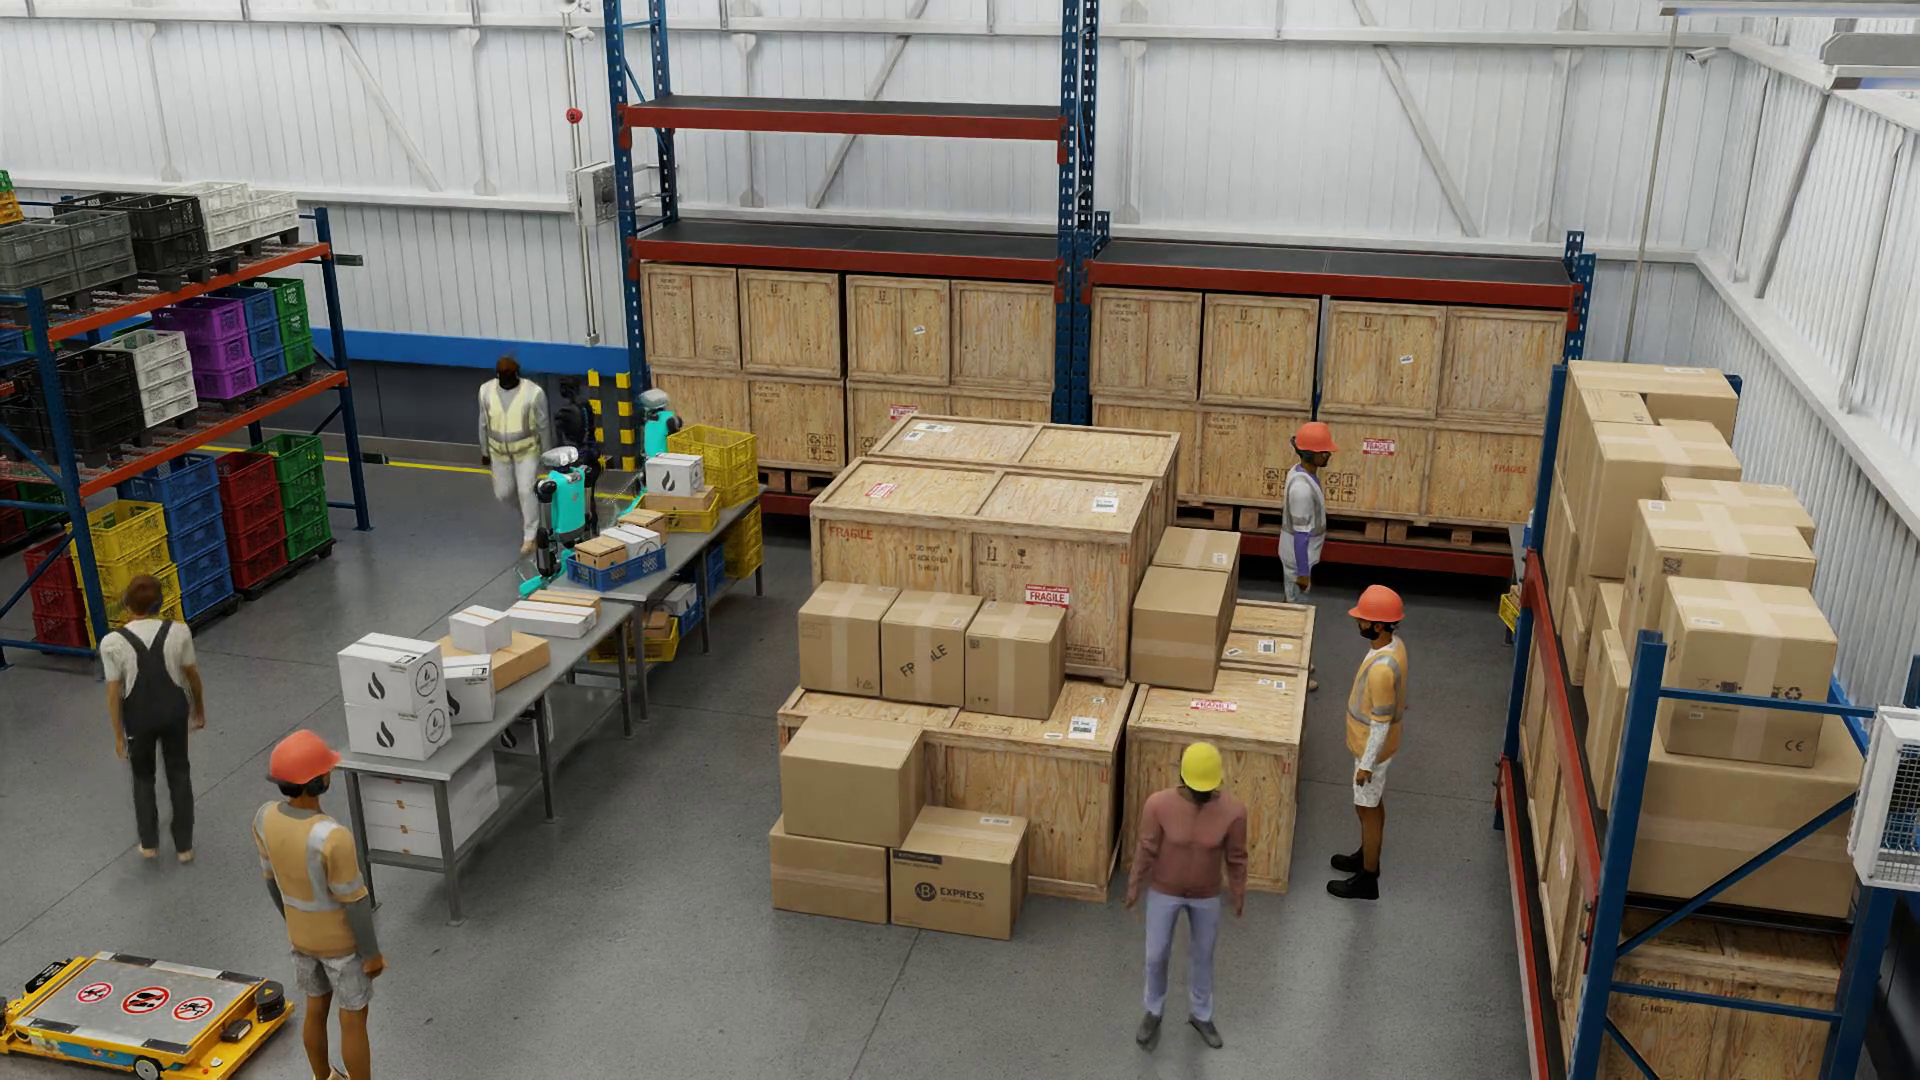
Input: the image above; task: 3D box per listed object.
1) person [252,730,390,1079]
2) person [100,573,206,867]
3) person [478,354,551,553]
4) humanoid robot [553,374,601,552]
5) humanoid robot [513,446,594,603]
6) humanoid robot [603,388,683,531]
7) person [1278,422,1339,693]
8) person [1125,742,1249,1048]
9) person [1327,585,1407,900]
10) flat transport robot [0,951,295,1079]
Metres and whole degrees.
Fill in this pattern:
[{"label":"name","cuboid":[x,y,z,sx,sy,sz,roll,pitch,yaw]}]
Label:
[{"label":"person","cuboid":[-2.950,1.823,7.790,0.607,2.048,0.365,11,23,26]},{"label":"person","cuboid":[-4.814,1.095,10.024,0.525,1.806,0.496,-12,24,-28]},{"label":"person","cuboid":[-3.988,-0.808,14.991,0.660,1.815,0.556,2,21,4]},{"label":"humanoid robot","cuboid":[-3.419,-0.682,14.852,0.378,1.645,0.609,9,23,21]},{"label":"humanoid robot","cuboid":[-3.134,0.068,12.624,0.735,1.677,0.533,12,24,29]},{"label":"humanoid robot","cuboid":[-2.739,-0.339,13.941,1.012,1.783,0.530,-19,28,-41]},{"label":"person","cuboid":[2.537,0.111,12.271,0.376,2.045,0.605,4,21,10]},{"label":"person","cuboid":[1.129,1.775,8.320,0.596,1.753,0.376,1,21,4]},{"label":"person","cuboid":[2.366,1.170,9.649,0.355,1.935,0.551,7,22,17]},{"label":"flat transport robot","cuboid":[-4.270,2.464,8.601,1.431,0.231,0.659,5,22,13]}]
